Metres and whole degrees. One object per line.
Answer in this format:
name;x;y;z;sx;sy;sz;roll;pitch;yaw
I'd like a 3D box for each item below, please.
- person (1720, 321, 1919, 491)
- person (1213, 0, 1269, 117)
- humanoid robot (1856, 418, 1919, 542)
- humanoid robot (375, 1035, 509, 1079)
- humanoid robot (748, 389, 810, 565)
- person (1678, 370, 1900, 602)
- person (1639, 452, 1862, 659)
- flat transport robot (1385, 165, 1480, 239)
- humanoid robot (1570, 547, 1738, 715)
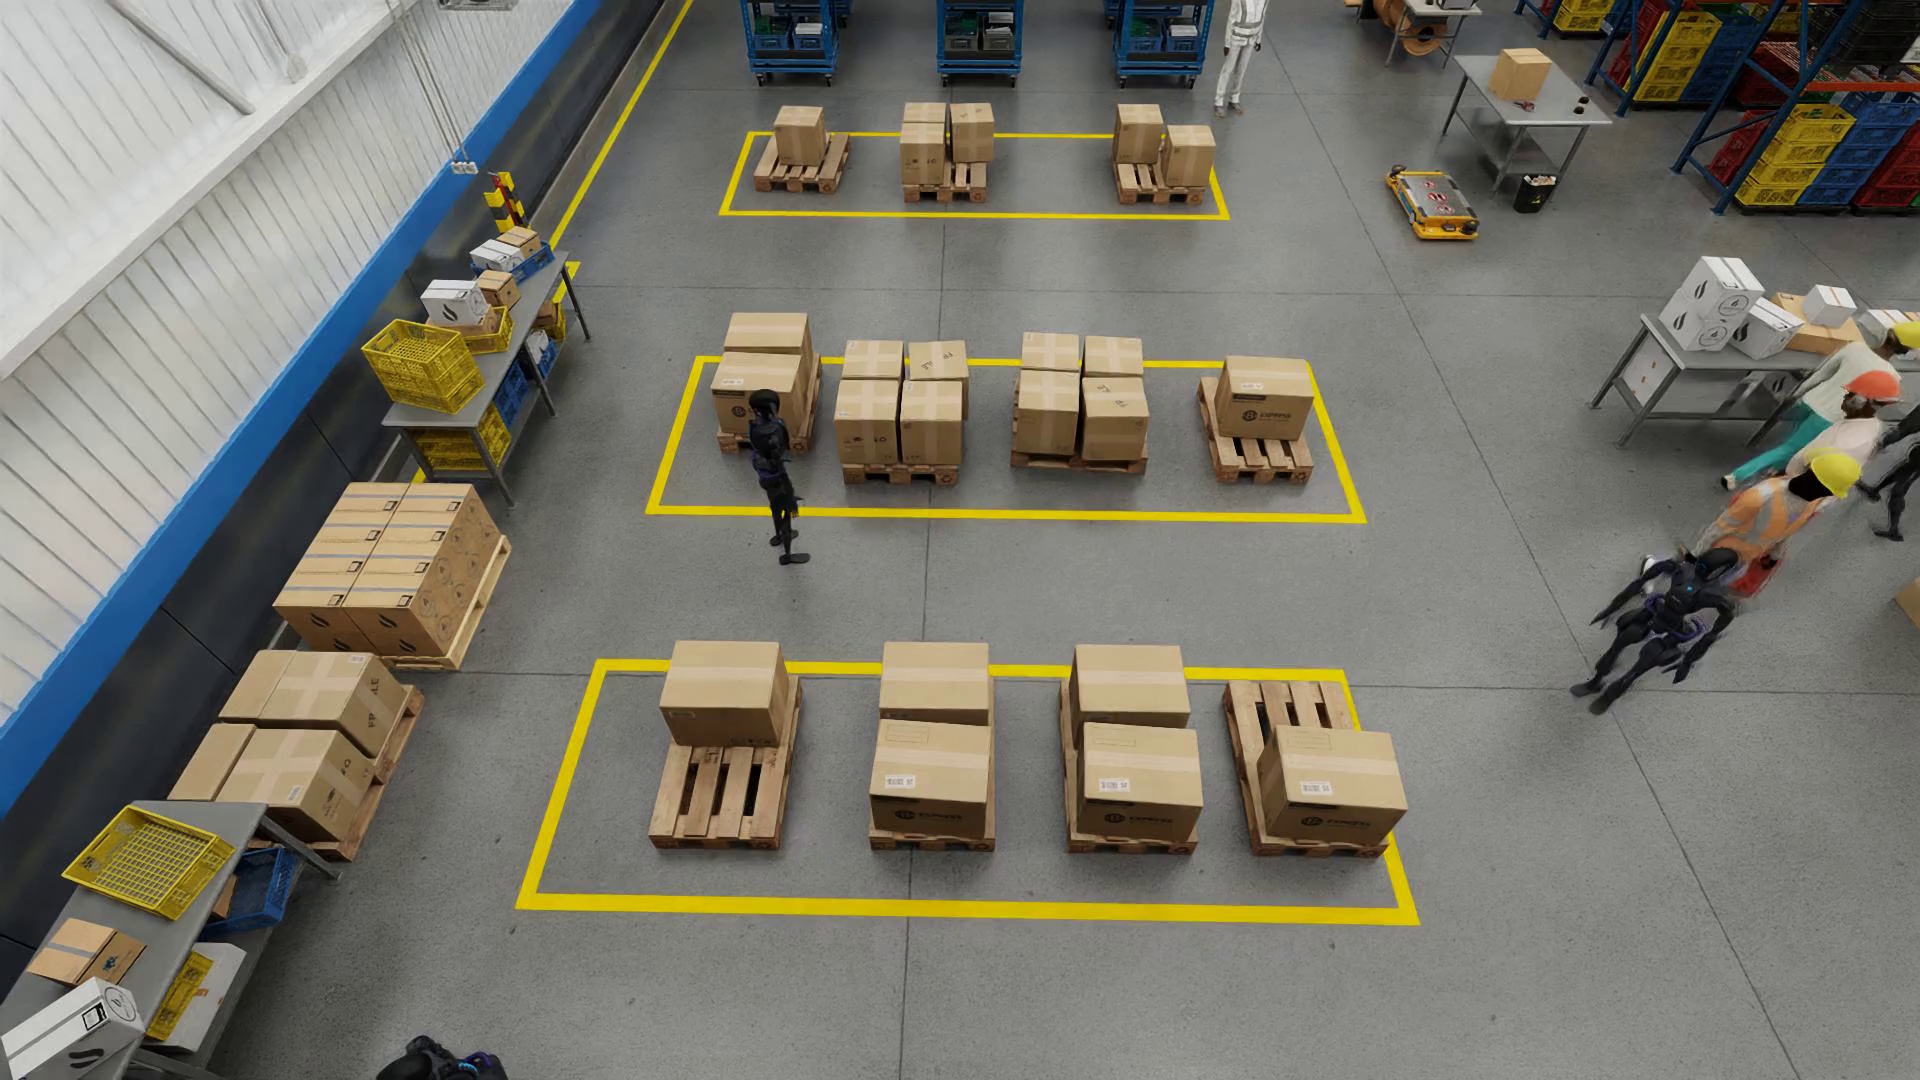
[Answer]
person;7.026;-1.072;7.498;0.845;1.719;0.560;-1;49;-1
person;3.777;-6.664;12.231;0.573;1.887;0.355;-17;51;-14
humanoid robot;7.889;-0.759;7.307;0.668;1.616;0.758;-7;49;-6
humanoid robot;-2.239;2.663;4.287;0.315;1.657;0.602;-31;56;-24
humanoid robot;-1.401;-0.492;7.018;0.325;1.657;0.596;-18;51;-15
person;6.128;-0.384;6.756;0.689;1.949;0.649;35;58;26
person;5.434;-0.007;6.471;0.597;1.891;0.709;-11;50;-10
flat transport robot;5.692;-4.094;11.059;0.652;0.197;1.431;1;49;1
humanoid robot;4.581;0.618;6.067;0.387;1.641;0.615;-17;51;-14
